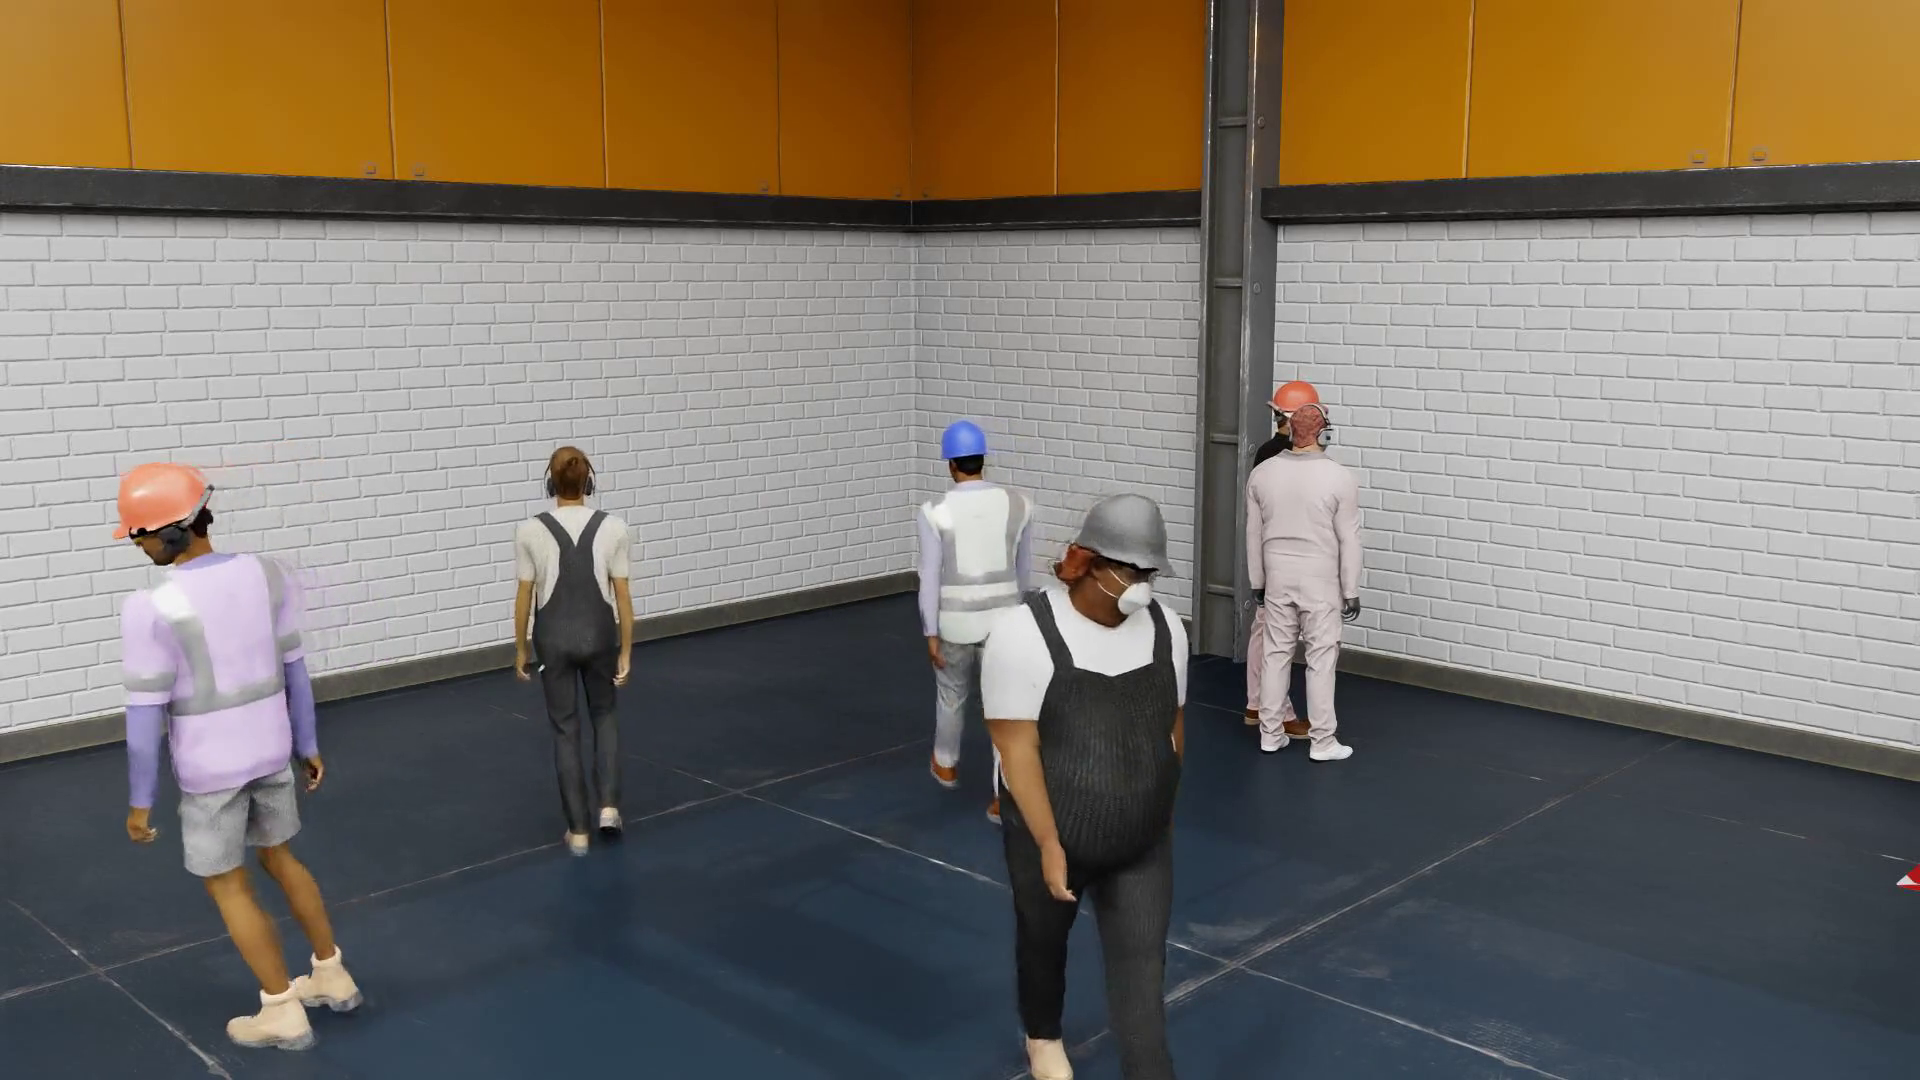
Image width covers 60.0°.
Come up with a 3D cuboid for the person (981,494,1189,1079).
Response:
[{"bbox_3d":[0.399,0.789,4.975,0.675,2.000,1.069,-2,10,-14],"label":"person"}]

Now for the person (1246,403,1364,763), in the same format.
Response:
[{"bbox_3d":[1.842,0.227,8.836,0.651,1.905,0.409,7,12,37],"label":"person"}]

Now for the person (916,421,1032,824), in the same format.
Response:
[{"bbox_3d":[0.076,0.375,8.012,0.590,1.889,1.037,-2,9,-12],"label":"person"}]

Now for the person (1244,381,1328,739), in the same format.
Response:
[{"bbox_3d":[1.828,0.105,9.317,0.399,1.989,0.622,-2,9,-10],"label":"person"}]

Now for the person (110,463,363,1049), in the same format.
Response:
[{"bbox_3d":[-2.430,0.727,5.498,0.514,1.995,0.665,5,10,27],"label":"person"}]

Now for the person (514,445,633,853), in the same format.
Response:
[{"bbox_3d":[-1.739,0.489,7.487,0.520,1.829,0.469,-3,10,-19],"label":"person"}]
